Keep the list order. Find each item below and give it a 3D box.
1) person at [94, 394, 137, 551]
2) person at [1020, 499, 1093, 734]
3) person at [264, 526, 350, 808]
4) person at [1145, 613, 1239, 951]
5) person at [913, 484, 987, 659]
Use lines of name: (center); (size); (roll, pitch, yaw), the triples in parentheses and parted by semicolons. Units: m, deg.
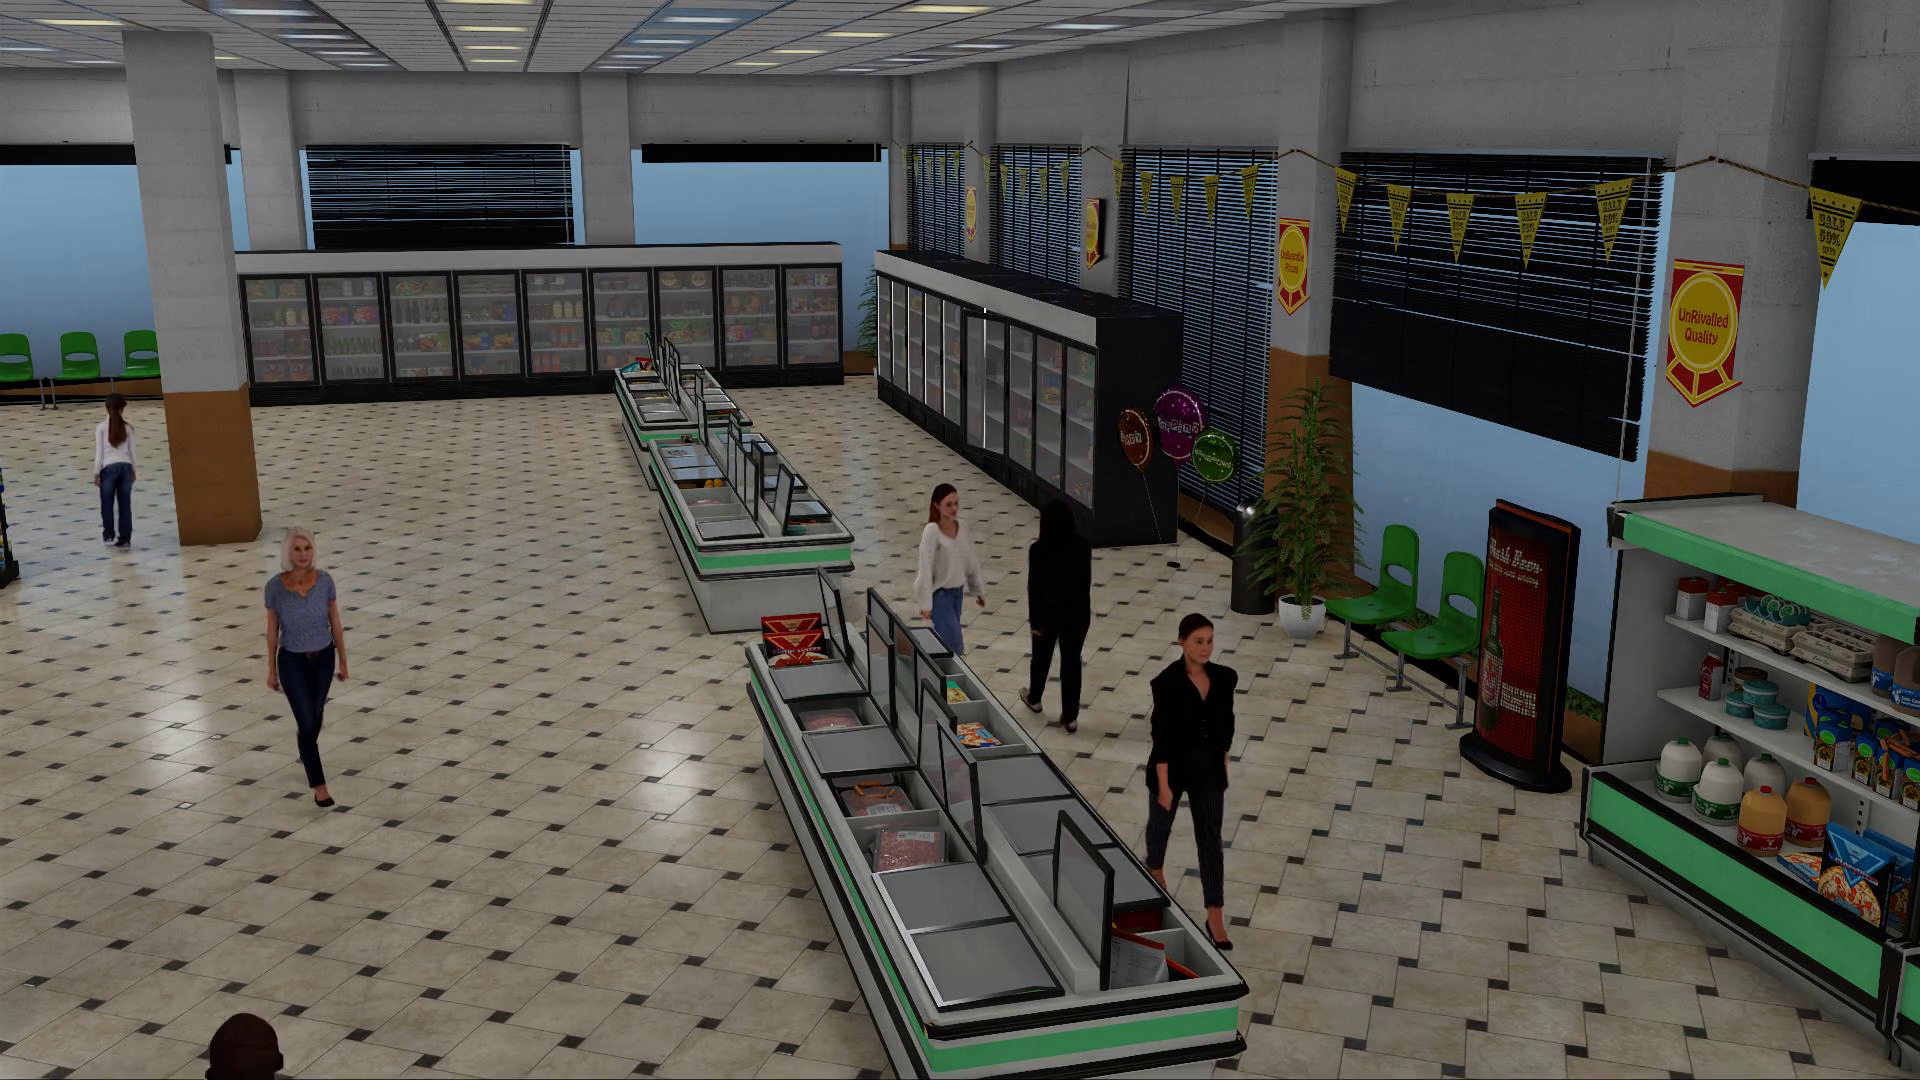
person: (-8.283, -0.642, 16.392); (0.710, 1.530, 0.807); (-11, 17, -38)
person: (0.720, 0.537, 11.405); (0.642, 1.588, 0.896); (-4, 14, -15)
person: (-4.071, 0.754, 10.329); (0.885, 1.674, 1.203); (-10, 17, -34)
person: (1.113, 1.194, 8.537); (0.700, 1.663, 1.094); (-5, 14, -19)
person: (-0.176, 0.421, 11.701); (0.822, 1.674, 0.770); (9, 16, 32)
